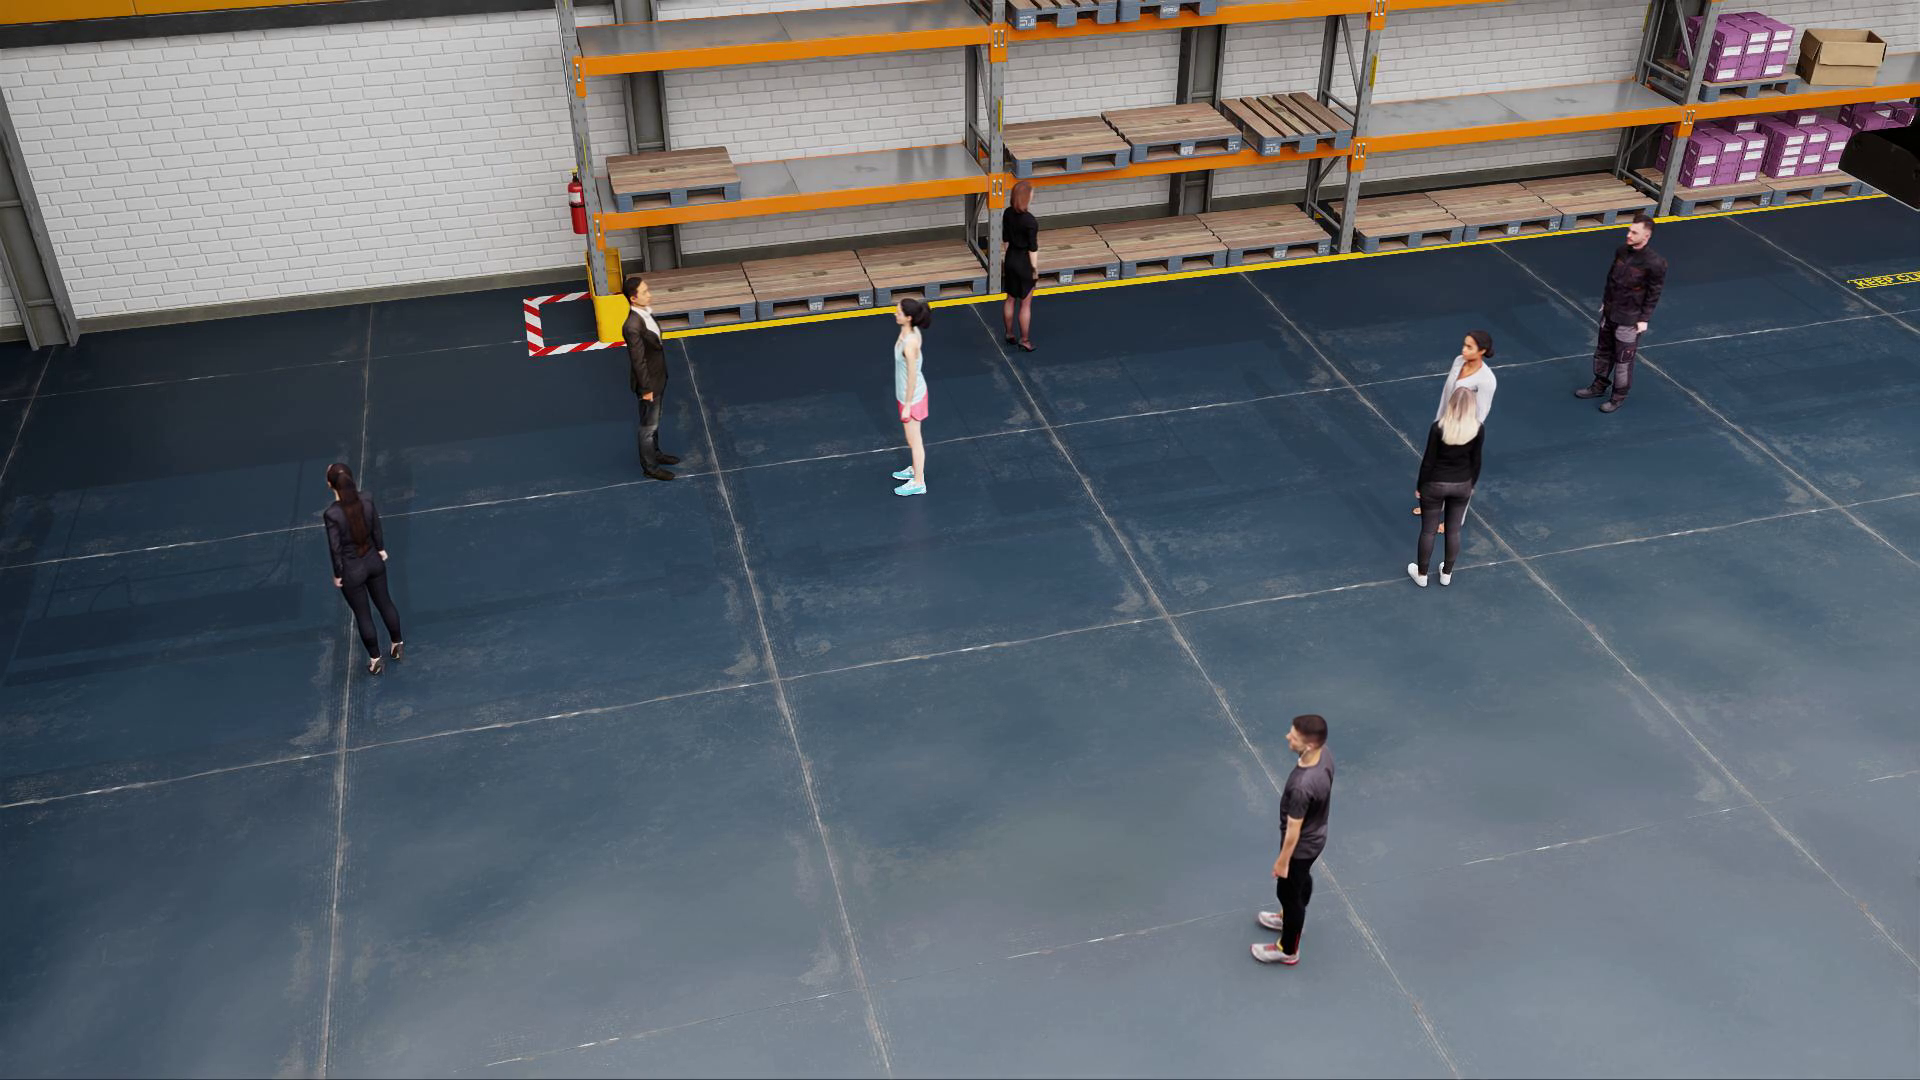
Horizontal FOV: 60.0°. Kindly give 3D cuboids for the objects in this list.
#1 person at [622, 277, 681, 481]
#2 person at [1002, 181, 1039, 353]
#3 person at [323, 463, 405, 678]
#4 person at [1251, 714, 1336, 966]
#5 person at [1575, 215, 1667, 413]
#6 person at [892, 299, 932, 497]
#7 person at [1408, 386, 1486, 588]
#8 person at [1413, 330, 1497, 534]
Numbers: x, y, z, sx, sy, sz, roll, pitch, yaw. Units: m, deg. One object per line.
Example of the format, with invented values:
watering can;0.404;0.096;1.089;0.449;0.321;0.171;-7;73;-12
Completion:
person;-2.628;-1.370;13.955;0.642;1.805;0.728;0;34;0
person;0.571;-2.618;15.923;0.648;1.706;0.658;-26;41;-33
person;-4.206;0.197;11.682;0.704;1.712;0.625;21;39;28
person;1.928;1.679;9.408;0.744;1.762;0.724;11;35;16
person;5.984;-2.056;14.944;0.663;1.854;0.759;-15;36;-21
person;-0.409;-1.186;13.715;0.656;1.765;0.646;0;34;0
person;3.683;-0.397;12.600;0.559;1.686;0.730;0;34;0
person;4.008;-0.895;13.303;0.600;1.736;0.665;-15;36;-21
